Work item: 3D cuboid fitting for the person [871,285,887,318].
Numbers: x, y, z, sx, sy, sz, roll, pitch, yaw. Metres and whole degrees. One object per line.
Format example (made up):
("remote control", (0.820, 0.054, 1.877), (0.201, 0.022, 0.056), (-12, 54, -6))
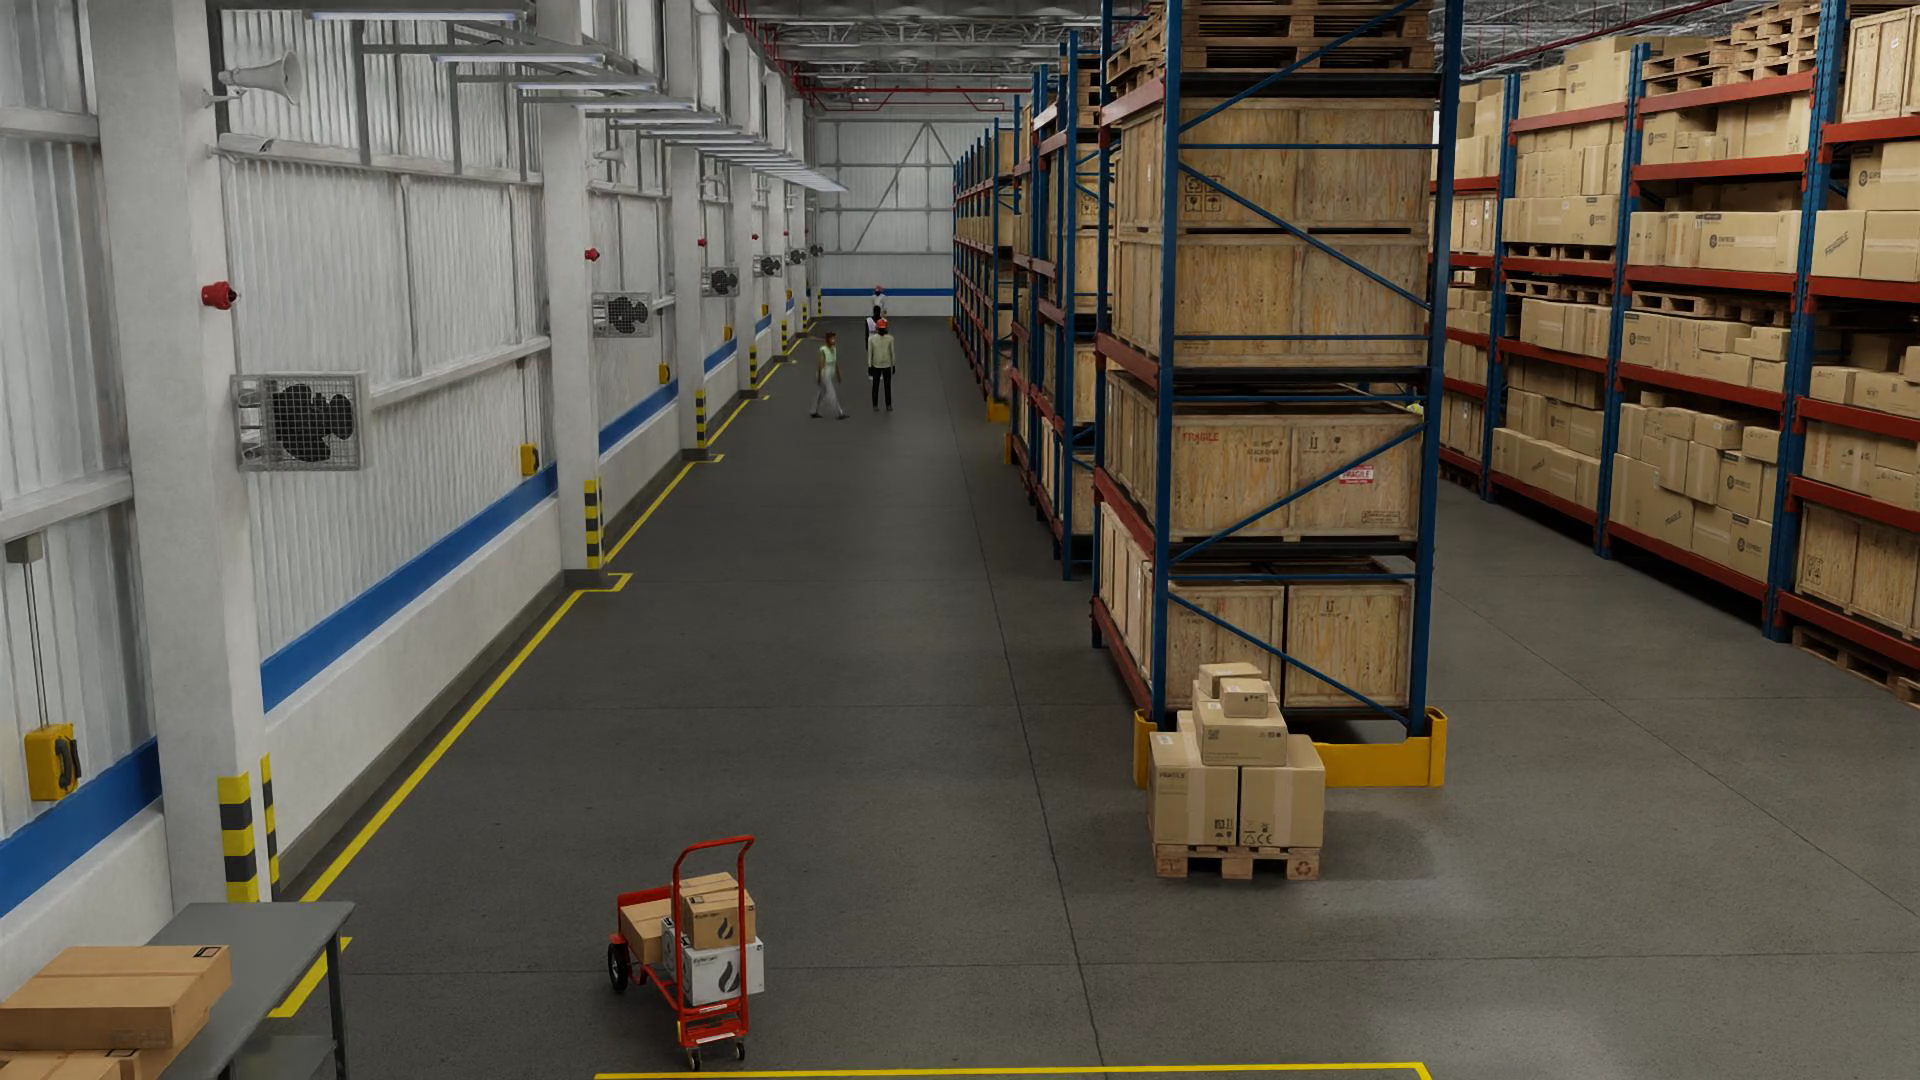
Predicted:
("person", (-2.944, -8.396, 60.506), (0.568, 1.736, 0.508), (4, 12, 20))

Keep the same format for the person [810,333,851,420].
("person", (-2.701, -3.376, 34.275), (0.987, 1.784, 0.587), (4, 12, 20))

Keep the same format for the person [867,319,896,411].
("person", (-1.683, -3.752, 35.712), (0.619, 1.986, 0.410), (-3, 11, -16))

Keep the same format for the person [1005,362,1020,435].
("person", (1.131, -2.488, 29.363), (0.669, 1.884, 0.658), (8, 14, 37))

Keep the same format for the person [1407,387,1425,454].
("person", (6.775, -1.439, 24.417), (0.542, 1.697, 0.316), (-1, 11, -3))

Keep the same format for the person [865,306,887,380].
("person", (-2.154, -5.076, 42.810), (0.593, 1.909, 0.400), (-3, 11, -16))
